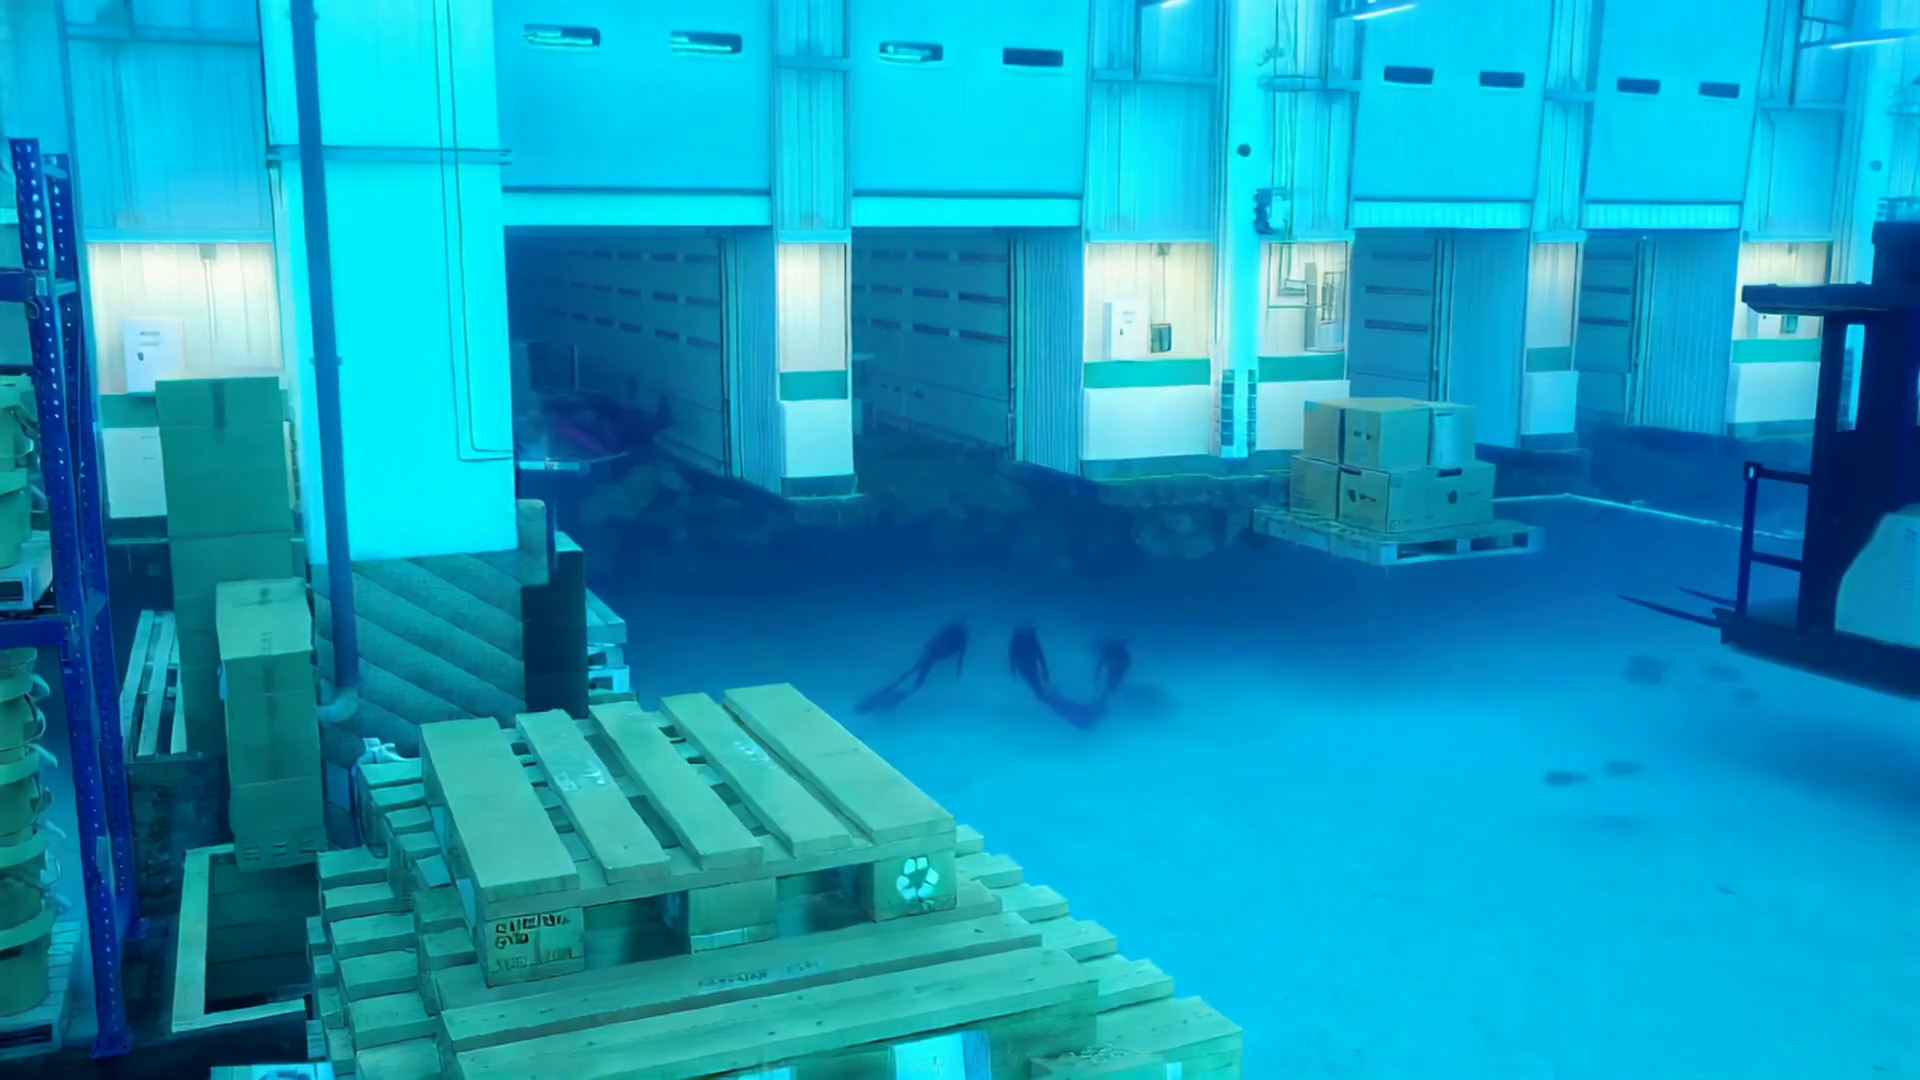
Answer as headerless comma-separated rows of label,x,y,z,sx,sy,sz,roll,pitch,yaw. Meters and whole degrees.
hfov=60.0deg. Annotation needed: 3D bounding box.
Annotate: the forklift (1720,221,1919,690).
forklift,5.949,-0.550,10.218,1.129,2.768,1.873,-4,11,-23
